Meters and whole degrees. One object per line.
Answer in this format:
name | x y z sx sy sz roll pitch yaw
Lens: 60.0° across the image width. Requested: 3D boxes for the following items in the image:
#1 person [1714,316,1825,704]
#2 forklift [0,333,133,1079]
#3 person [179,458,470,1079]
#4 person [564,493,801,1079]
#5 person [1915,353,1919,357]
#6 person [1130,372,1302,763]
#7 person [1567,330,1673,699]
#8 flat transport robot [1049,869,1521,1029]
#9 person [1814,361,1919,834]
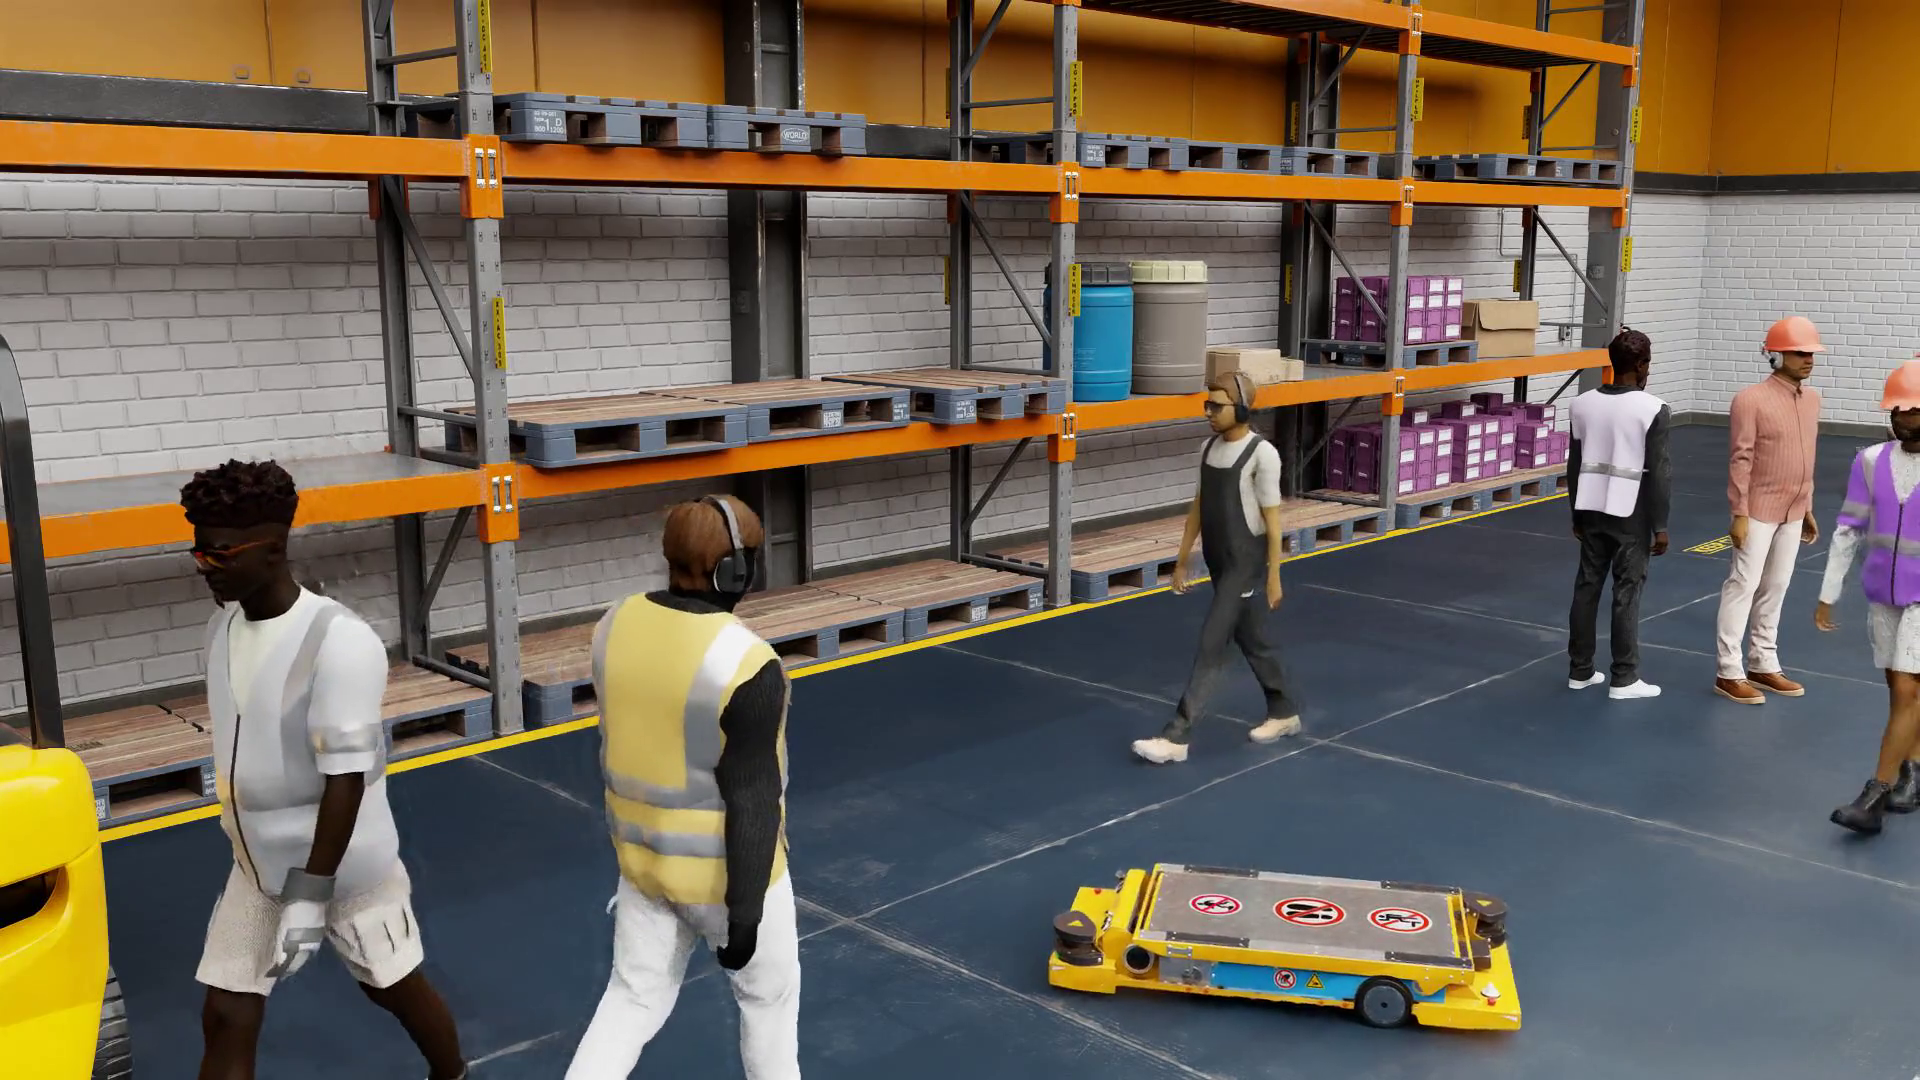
person | 4.213 -0.155 8.611 0.608 1.996 0.379 -5 12 -27
forklift | -3.289 0.485 4.582 1.214 2.155 2.313 -10 14 -44
person | -1.578 0.745 3.977 0.604 1.905 1.047 6 12 29
person | -0.684 0.788 4.007 0.616 1.810 0.899 7 13 34
person | 5.573 -0.254 9.355 0.568 1.918 0.497 -7 13 -34
person | 1.239 0.117 7.695 0.988 1.795 0.531 -5 11 -25
person | 3.424 -0.130 8.687 0.391 1.920 0.593 -7 12 -33
flat transport robot | 1.049 1.295 5.413 1.431 0.197 0.652 2 11 13
person | 3.777 0.234 6.745 0.912 1.897 0.569 -6 12 -30
